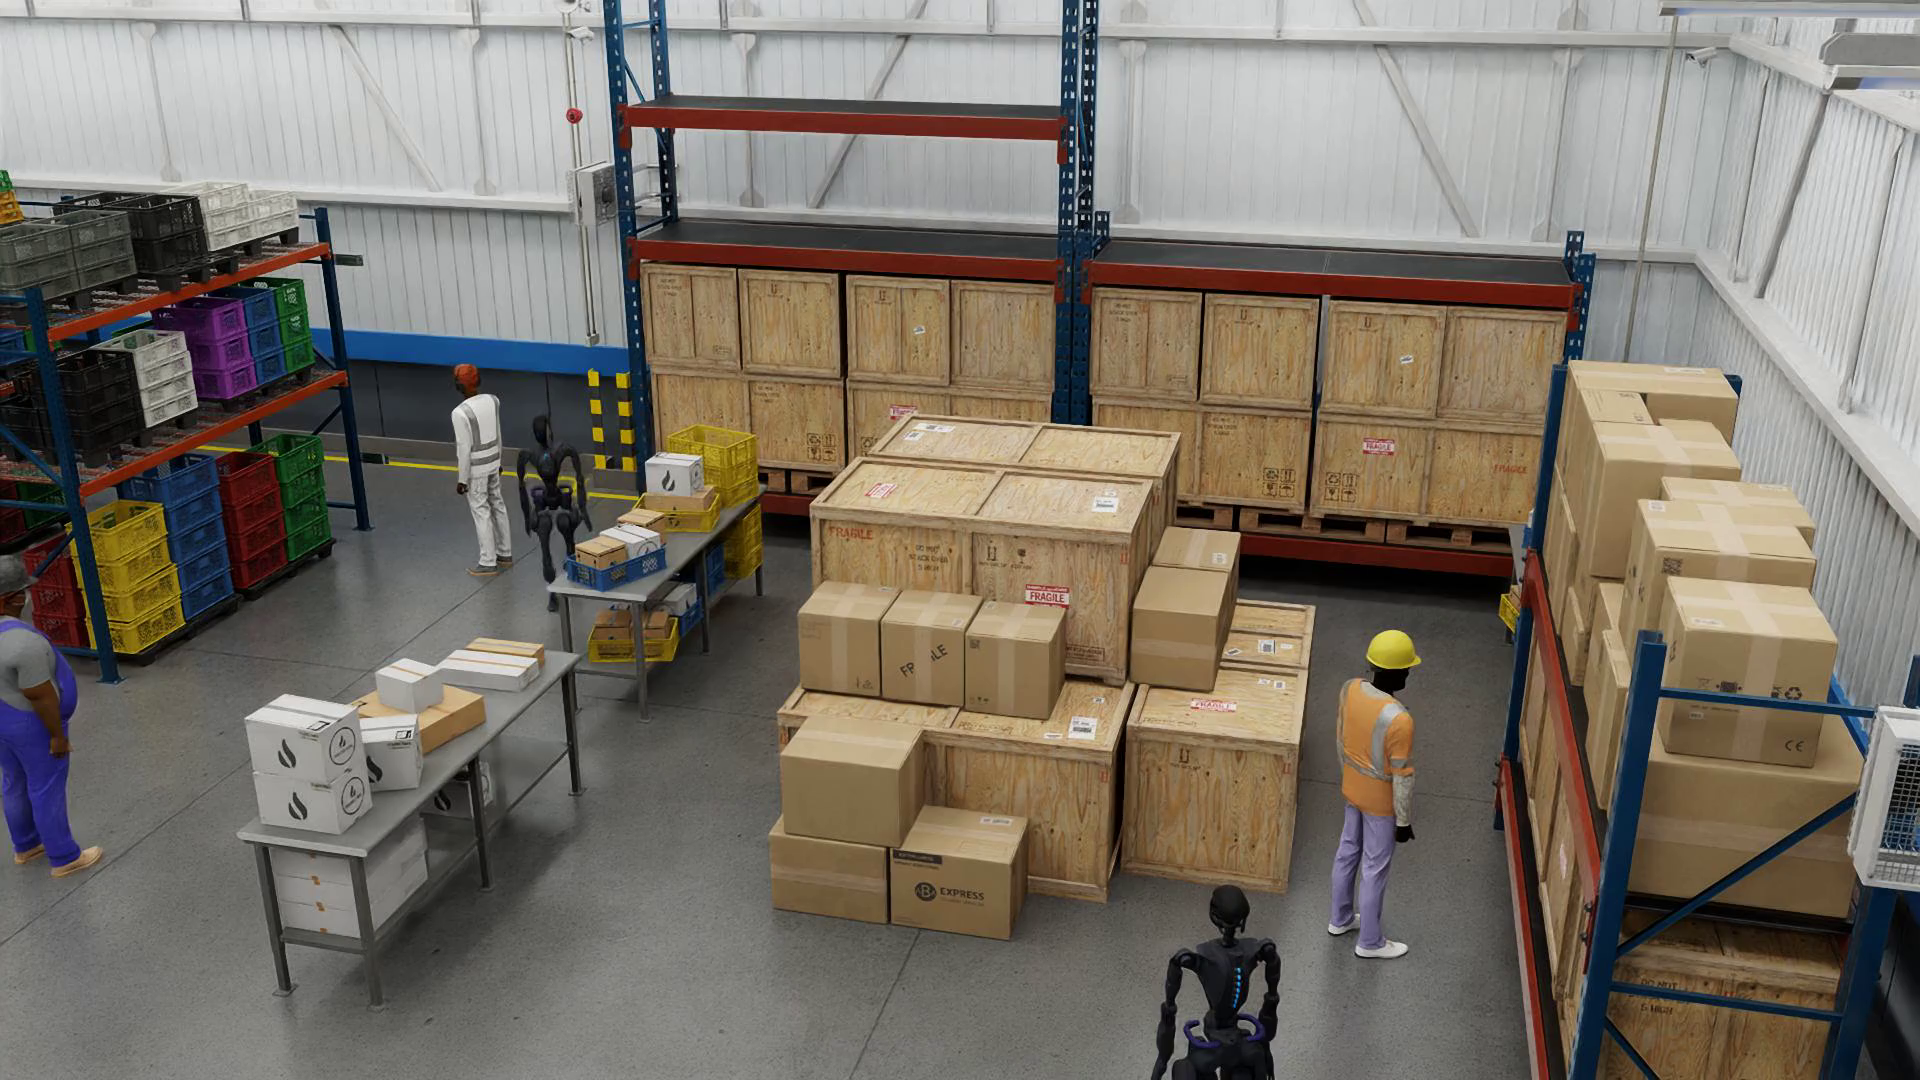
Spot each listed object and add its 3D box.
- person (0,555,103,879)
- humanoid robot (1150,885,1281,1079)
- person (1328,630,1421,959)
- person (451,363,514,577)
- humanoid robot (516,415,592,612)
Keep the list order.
[{"bbox_3d":[-5.505,1.031,9.871,0.679,2.000,0.536,11,24,28],"label":"person"},{"bbox_3d":[1.116,2.237,7.219,0.570,1.651,0.335,-5,22,-14],"label":"humanoid robot"},{"bbox_3d":[2.273,1.384,9.102,0.359,1.927,0.586,-9,23,-22],"label":"person"},{"bbox_3d":[-4.147,-0.607,14.372,0.340,1.881,0.579,8,22,19],"label":"person"},{"bbox_3d":[-3.365,-0.282,13.844,0.568,1.629,0.664,-5,22,-14],"label":"humanoid robot"}]
